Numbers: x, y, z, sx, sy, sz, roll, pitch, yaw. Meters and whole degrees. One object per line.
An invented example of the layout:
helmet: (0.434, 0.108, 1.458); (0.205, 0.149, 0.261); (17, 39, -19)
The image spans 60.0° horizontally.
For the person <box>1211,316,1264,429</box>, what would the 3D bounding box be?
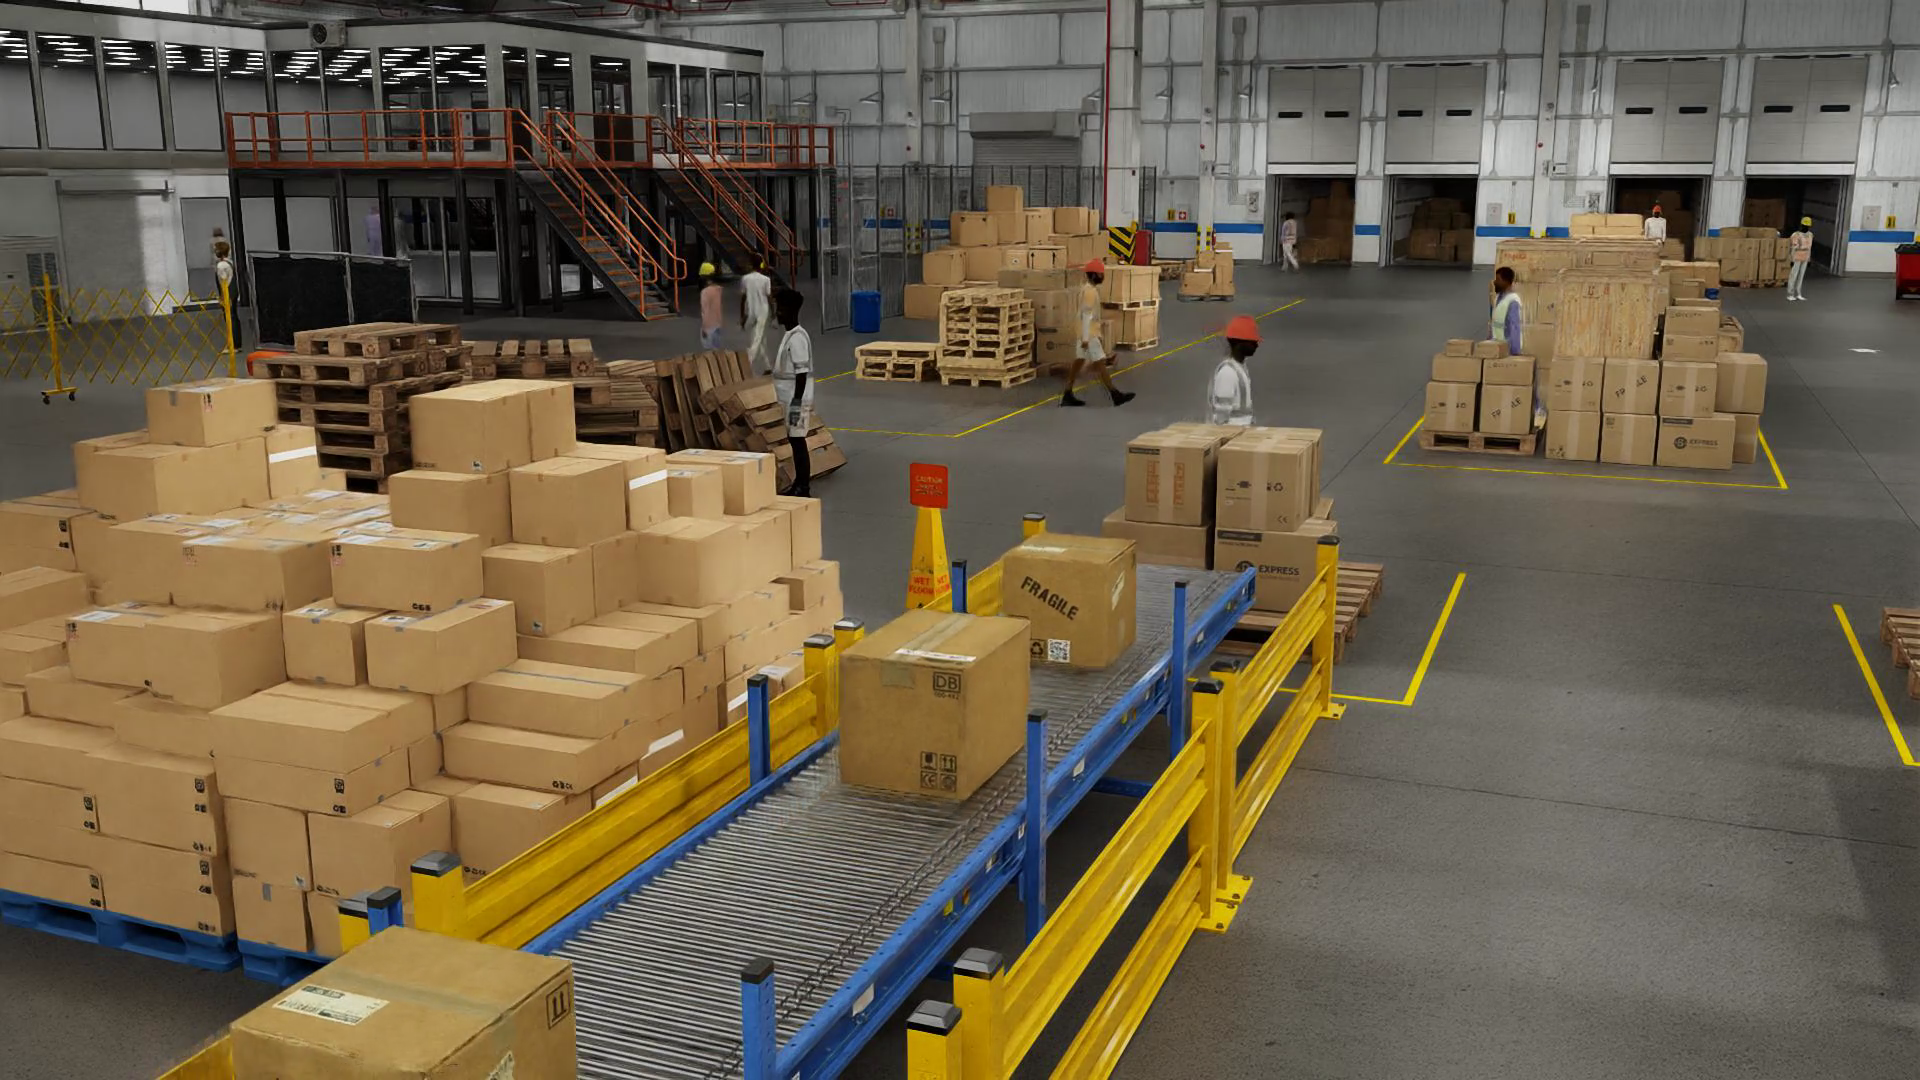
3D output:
person: (2.174, -0.830, 13.171); (0.988, 1.891, 0.565); (3, 13, 13)

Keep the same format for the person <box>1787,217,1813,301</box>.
person: (19.528, -6.522, 38.604); (0.589, 1.923, 0.383); (-4, 13, -19)

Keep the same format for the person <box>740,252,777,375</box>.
person: (-2.950, -3.248, 24.148); (0.546, 1.834, 0.949); (8, 15, 30)

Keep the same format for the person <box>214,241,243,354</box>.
person: (-12.074, -3.985, 27.407); (0.336, 1.845, 0.521); (-1, 13, -4)

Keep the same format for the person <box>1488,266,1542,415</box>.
person: (6.580, -2.351, 20.023); (0.997, 1.881, 0.600); (1, 13, 4)

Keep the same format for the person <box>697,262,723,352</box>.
person: (-3.395, -2.967, 23.041); (0.621, 1.747, 0.531); (6, 14, 24)

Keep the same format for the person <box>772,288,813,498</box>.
person: (-1.501, -1.273, 14.962); (0.361, 1.965, 0.613); (-2, 13, -11)

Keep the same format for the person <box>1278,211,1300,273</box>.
person: (9.668, -8.718, 48.699); (0.722, 1.818, 0.634); (11, 17, 40)

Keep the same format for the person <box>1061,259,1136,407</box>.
person: (1.751, -2.630, 21.220); (0.973, 1.884, 0.572); (0, 13, -1)

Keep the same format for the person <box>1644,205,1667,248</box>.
person: (19.858, -8.552, 47.548); (0.614, 1.993, 0.395); (1, 13, 5)

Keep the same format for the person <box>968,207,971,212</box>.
person: (0.336, -8.949, 49.553); (0.986, 1.891, 0.636); (-6, 14, -24)
